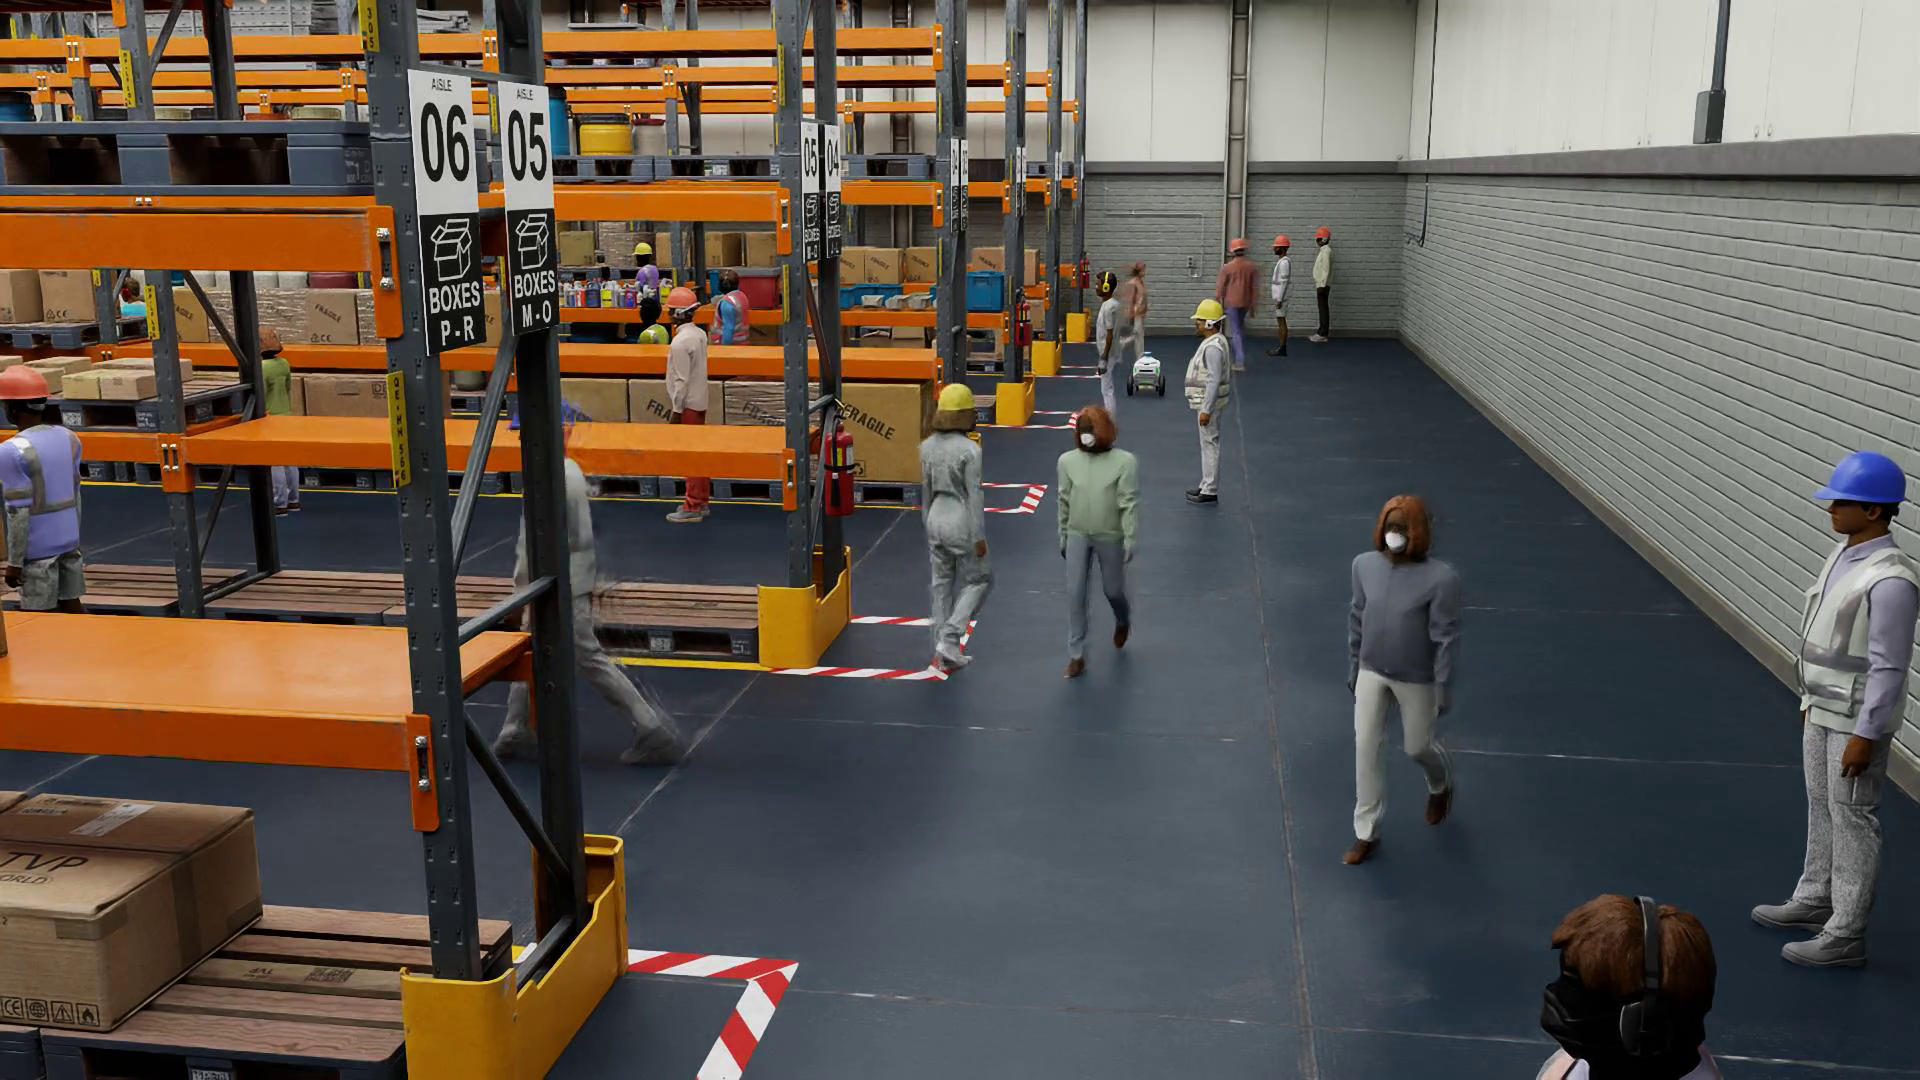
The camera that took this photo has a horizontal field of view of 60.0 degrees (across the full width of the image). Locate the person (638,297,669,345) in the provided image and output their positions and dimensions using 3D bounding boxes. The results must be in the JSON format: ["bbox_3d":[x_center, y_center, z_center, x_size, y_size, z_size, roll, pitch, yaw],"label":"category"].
[{"bbox_3d":[-3.137,-1.634,17.032,0.318,1.697,0.534,2,13,8],"label":"person"}]

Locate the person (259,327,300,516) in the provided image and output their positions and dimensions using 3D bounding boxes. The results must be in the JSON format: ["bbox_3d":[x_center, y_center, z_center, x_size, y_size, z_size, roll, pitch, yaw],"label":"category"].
[{"bbox_3d":[-5.948,-1.019,14.401,0.286,1.633,0.499,2,13,8],"label":"person"}]

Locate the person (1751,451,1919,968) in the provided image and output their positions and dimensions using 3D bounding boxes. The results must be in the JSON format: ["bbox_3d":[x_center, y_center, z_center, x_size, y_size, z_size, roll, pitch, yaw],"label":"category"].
[{"bbox_3d":[3.318,0.632,6.228,0.384,1.948,0.605,2,13,8],"label":"person"}]

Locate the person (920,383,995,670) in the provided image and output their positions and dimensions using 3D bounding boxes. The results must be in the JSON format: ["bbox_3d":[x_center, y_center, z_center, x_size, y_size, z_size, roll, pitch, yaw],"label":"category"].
[{"bbox_3d":[-0.014,-0.069,9.866,0.504,1.730,0.346,12,17,42],"label":"person"}]

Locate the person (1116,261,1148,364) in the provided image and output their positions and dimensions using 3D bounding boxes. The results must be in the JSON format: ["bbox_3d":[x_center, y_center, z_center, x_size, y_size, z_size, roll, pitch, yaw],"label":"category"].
[{"bbox_3d":[2.632,-3.407,25.197,0.586,1.621,0.525,6,14,24],"label":"person"}]

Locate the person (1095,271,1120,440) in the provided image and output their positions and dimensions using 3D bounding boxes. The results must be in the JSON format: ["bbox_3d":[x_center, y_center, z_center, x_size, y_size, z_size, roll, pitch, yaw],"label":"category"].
[{"bbox_3d":[1.608,-2.033,18.437,0.328,1.872,0.511,2,13,8],"label":"person"}]

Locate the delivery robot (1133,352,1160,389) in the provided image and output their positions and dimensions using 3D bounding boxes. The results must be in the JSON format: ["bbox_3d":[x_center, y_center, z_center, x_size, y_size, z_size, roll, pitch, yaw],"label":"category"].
[{"bbox_3d":[2.514,-2.283,22.348,0.477,0.478,0.707,2,13,8],"label":"delivery robot"}]

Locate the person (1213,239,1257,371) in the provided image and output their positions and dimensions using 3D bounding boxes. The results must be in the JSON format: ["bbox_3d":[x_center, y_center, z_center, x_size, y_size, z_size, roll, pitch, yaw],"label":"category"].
[{"bbox_3d":[4.104,-3.569,25.173,0.630,1.946,0.973,-6,14,-26],"label":"person"}]

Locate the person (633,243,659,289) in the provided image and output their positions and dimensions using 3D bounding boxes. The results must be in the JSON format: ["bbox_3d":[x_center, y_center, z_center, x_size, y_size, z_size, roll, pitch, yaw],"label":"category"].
[{"bbox_3d":[-4.603,-3.392,24.443,0.362,1.928,0.587,2,13,8],"label":"person"}]

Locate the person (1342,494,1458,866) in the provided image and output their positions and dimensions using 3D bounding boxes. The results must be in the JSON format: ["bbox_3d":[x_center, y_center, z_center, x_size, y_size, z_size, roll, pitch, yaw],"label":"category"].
[{"bbox_3d":[1.947,0.573,7.264,0.500,1.615,0.722,10,16,38],"label":"person"}]

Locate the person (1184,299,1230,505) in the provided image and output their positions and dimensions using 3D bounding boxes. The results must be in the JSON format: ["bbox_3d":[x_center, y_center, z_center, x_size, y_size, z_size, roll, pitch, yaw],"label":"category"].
[{"bbox_3d":[2.211,-1.232,14.908,0.404,1.833,0.589,2,13,8],"label":"person"}]

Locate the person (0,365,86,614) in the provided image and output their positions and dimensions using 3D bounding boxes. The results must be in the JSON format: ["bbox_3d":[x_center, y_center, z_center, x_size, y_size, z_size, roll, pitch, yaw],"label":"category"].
[{"bbox_3d":[-4.967,0.023,9.001,0.354,1.939,0.544,2,13,8],"label":"person"}]

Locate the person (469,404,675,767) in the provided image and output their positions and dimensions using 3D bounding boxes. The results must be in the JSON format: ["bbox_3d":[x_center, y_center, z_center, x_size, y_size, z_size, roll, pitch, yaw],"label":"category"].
[{"bbox_3d":[-1.931,0.215,8.238,1.011,1.903,0.604,-1,13,-6],"label":"person"}]

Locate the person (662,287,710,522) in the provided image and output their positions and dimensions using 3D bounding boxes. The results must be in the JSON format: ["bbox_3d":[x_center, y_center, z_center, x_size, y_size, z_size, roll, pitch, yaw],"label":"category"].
[{"bbox_3d":[-2.322,-1.150,14.167,0.375,1.995,0.611,2,13,8],"label":"person"}]

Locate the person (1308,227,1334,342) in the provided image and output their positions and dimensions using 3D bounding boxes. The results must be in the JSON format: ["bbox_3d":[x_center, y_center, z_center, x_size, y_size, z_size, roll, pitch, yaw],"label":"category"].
[{"bbox_3d":[6.373,-4.490,29.247,0.375,1.995,0.611,2,13,8],"label":"person"}]

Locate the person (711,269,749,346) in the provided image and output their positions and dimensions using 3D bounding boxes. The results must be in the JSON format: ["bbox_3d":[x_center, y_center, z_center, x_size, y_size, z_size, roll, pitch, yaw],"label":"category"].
[{"bbox_3d":[-2.672,-2.219,19.347,0.429,1.844,0.627,2,13,8],"label":"person"}]

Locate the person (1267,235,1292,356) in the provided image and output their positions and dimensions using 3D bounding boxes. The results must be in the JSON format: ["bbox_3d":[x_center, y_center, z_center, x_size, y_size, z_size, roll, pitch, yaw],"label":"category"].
[{"bbox_3d":[5.181,-3.948,26.927,0.354,1.939,0.544,2,13,8],"label":"person"}]

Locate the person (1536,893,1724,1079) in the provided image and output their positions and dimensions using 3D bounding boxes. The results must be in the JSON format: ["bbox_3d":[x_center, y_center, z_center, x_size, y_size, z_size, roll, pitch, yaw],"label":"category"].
[{"bbox_3d":[1.044,1.454,2.764,0.429,1.844,0.627,2,13,8],"label":"person"}]

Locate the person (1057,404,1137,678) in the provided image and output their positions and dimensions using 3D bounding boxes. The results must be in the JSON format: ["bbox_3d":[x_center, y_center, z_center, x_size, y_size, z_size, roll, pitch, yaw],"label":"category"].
[{"bbox_3d":[0.828,-0.023,9.964,0.501,1.606,0.695,4,13,18],"label":"person"}]
